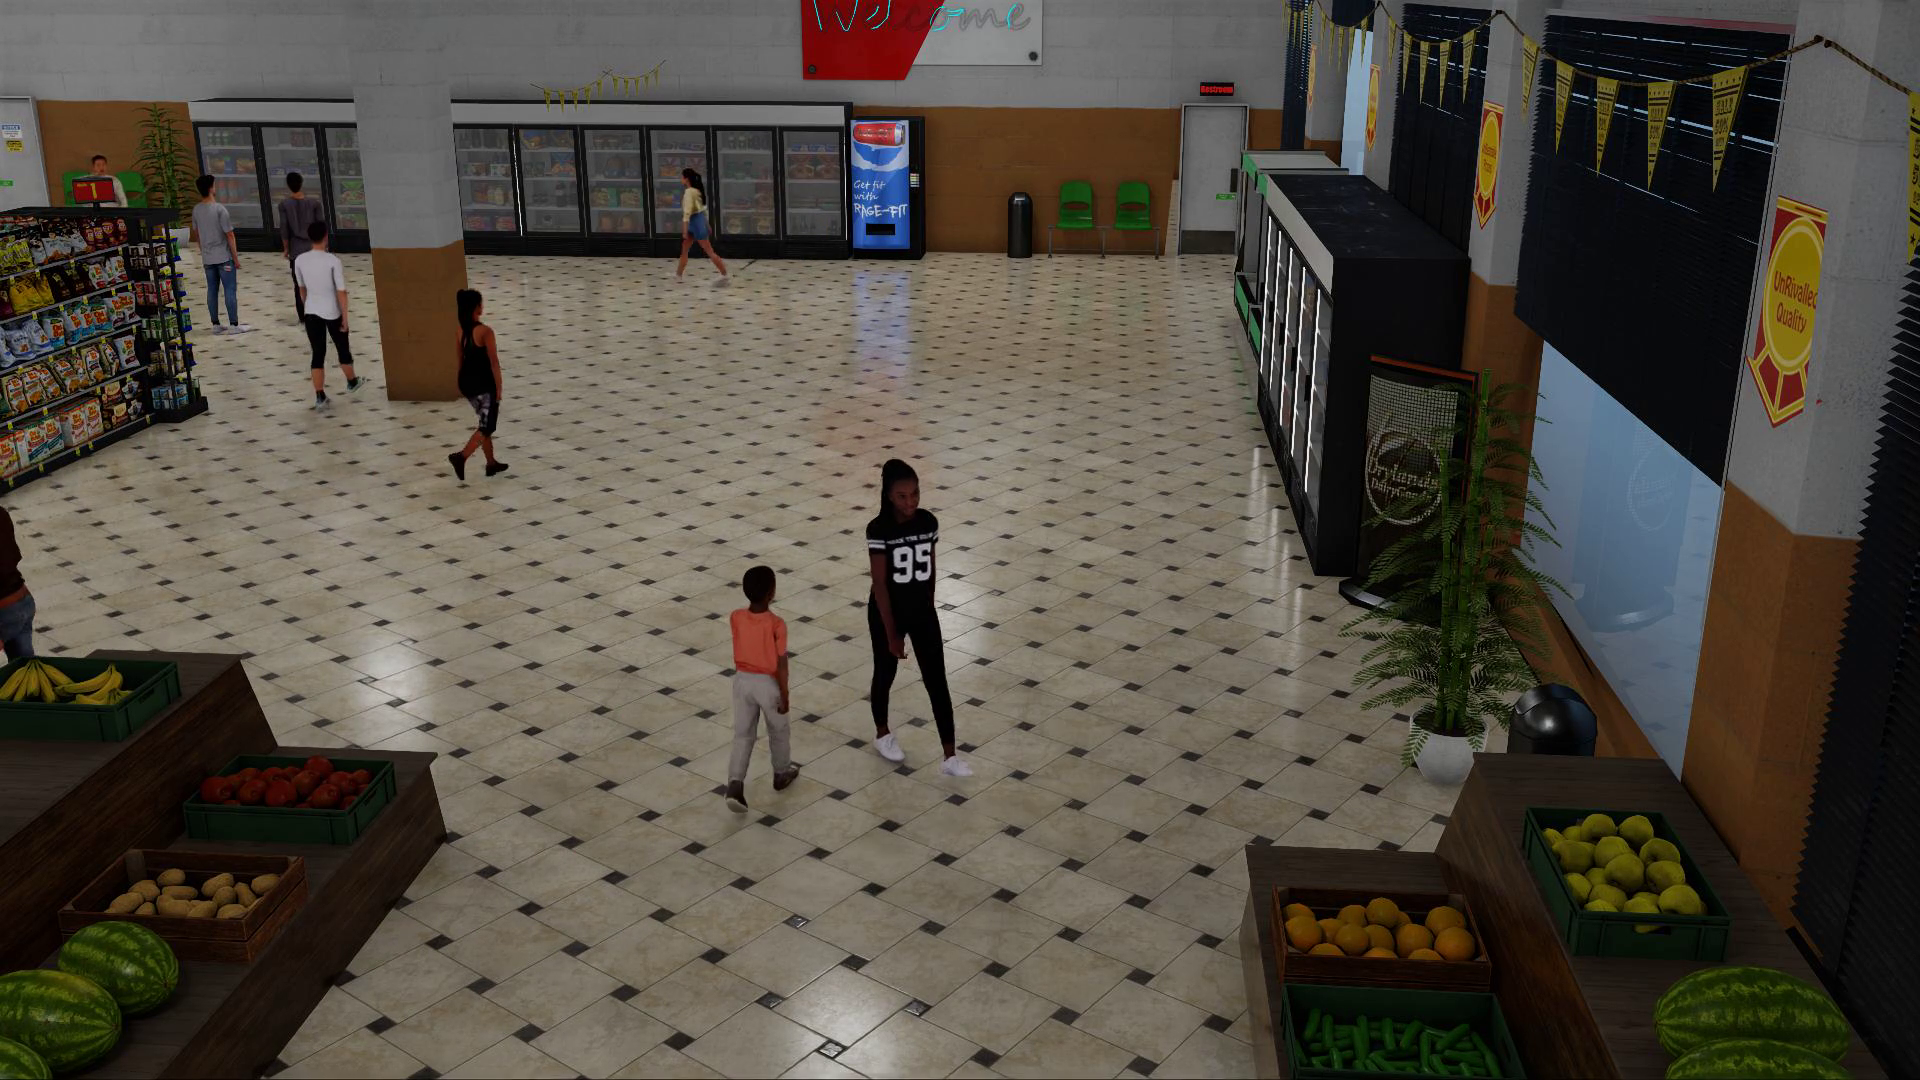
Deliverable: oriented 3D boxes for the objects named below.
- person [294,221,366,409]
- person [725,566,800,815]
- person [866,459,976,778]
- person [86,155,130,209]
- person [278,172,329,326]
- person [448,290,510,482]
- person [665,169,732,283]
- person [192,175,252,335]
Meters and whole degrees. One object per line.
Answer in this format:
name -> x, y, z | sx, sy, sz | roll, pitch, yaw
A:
person -> -6.338, -2.196, 16.475 | 0.735, 1.808, 1.177 | 0, 19, 1
person -> -1.054, 0.767, 8.479 | 0.588, 1.301, 0.902 | 5, 19, 15
person -> -0.365, 0.409, 8.906 | 0.973, 1.707, 1.107 | -12, 22, -31
person -> -11.856, -4.420, 23.143 | 1.190, 1.762, 1.283 | -14, 23, -35
person -> -8.112, -3.608, 20.595 | 0.744, 1.851, 0.696 | -7, 20, -20
person -> -4.102, -1.276, 14.007 | 0.831, 1.641, 1.050 | 10, 21, 26
person -> -3.565, -4.311, 23.119 | 0.775, 1.570, 1.159 | 4, 19, 11
person -> -8.944, -3.435, 20.022 | 0.710, 1.889, 0.613 | 5, 19, 14
